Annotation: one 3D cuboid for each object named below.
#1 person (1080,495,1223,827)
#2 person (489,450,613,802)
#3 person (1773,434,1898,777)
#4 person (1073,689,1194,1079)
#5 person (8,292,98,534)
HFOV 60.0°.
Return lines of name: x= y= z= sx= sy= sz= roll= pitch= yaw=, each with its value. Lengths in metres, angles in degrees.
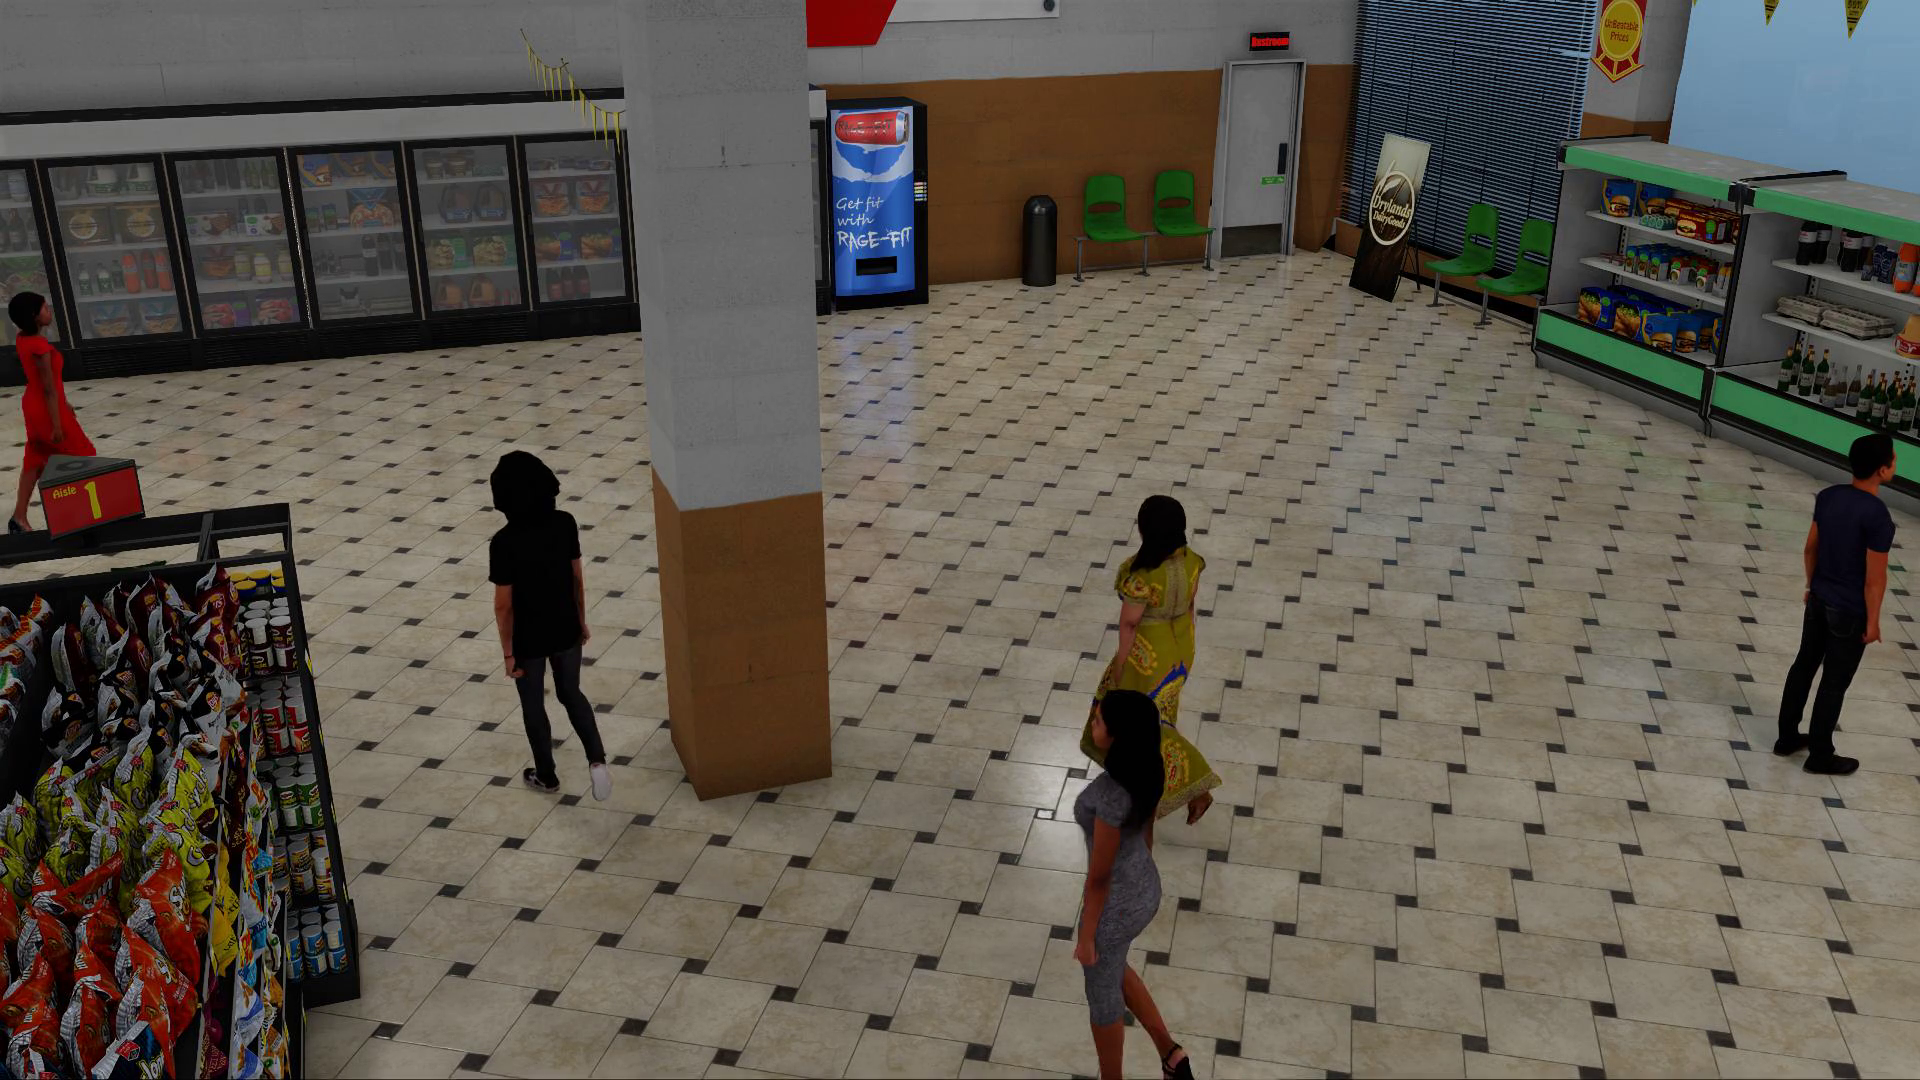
person: x=0.972 y=0.601 z=7.899 sx=1.053 sy=1.637 sz=1.292 roll=-19 pitch=28 yaw=-38
person: x=-1.961 y=0.460 z=8.010 sx=0.827 sy=1.816 sz=1.009 roll=-17 pitch=27 yaw=-36
person: x=4.428 y=0.318 z=8.396 sx=0.723 sy=1.793 sz=0.491 roll=-5 pitch=23 yaw=-13
person: x=0.644 y=1.343 z=5.878 sx=0.869 sy=1.767 sz=0.803 roll=12 pitch=25 yaw=27
person: x=-6.276 y=-0.795 z=11.292 sx=1.105 sy=1.698 sz=0.990 roll=19 pitch=29 yaw=39
